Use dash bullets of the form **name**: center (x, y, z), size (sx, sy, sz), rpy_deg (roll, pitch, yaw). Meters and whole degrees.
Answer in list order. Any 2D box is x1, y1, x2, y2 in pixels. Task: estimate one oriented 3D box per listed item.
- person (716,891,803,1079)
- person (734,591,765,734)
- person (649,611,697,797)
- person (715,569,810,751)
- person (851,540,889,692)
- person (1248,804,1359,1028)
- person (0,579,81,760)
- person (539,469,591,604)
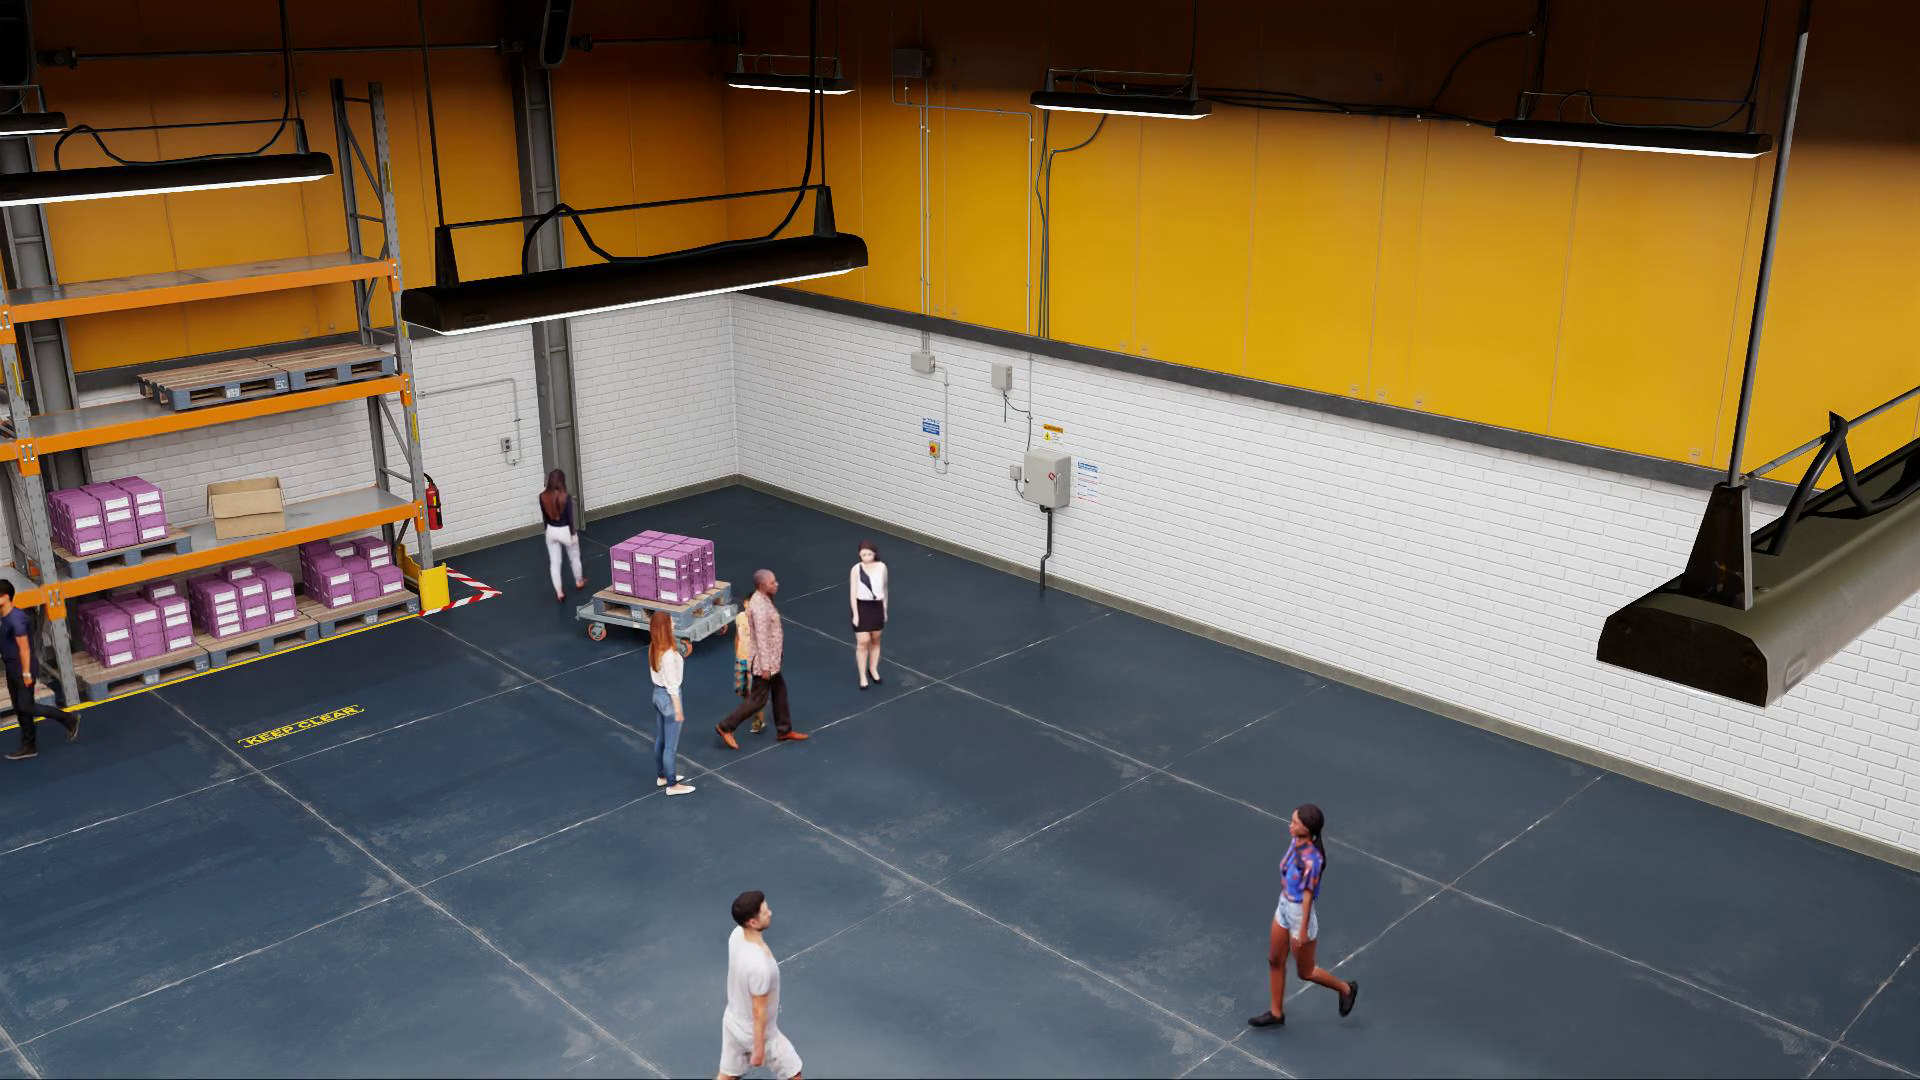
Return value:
- **person**: center (-1.361, 3.018, 10.249), size (1.280, 1.800, 0.915), rpy_deg (-10, 21, -27)
- **person**: center (-2.023, 1.170, 16.292), size (0.646, 1.445, 0.710), rpy_deg (13, 22, 33)
- **person**: center (-2.652, 1.453, 15.007), size (0.598, 1.728, 0.628), rpy_deg (-10, 21, -27)
- **person**: center (-1.954, 1.137, 15.834), size (1.222, 1.799, 1.148), rpy_deg (0, 19, -1)
- **person**: center (-0.937, 0.749, 17.240), size (0.659, 1.637, 0.721), rpy_deg (-9, 21, -26)
- **person**: center (2.421, 2.635, 11.514), size (1.085, 1.719, 0.939), rpy_deg (-3, 19, -9)
- **person**: center (-8.764, 1.197, 15.686), size (0.648, 1.781, 0.890), rpy_deg (17, 25, 42)
- **person**: center (-4.740, -0.026, 19.627), size (0.879, 1.584, 0.994), rpy_deg (3, 19, 9)
